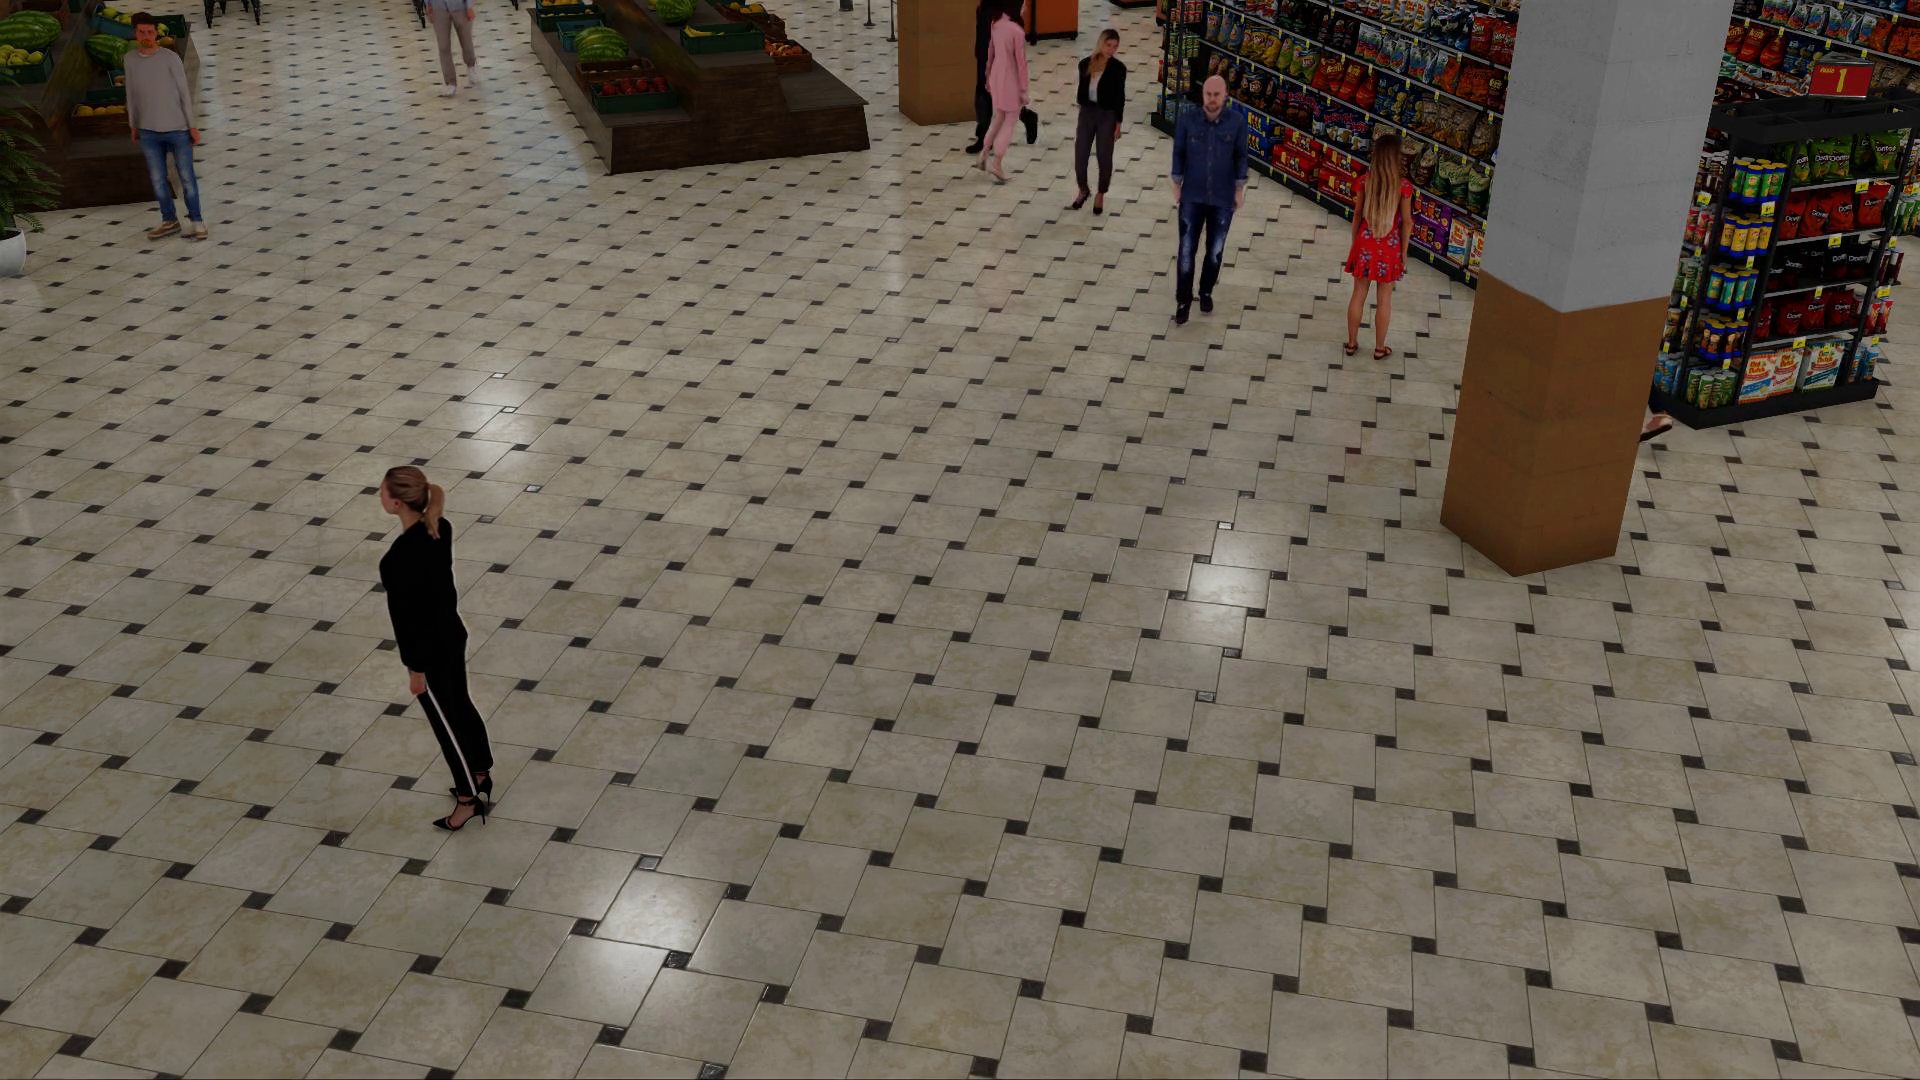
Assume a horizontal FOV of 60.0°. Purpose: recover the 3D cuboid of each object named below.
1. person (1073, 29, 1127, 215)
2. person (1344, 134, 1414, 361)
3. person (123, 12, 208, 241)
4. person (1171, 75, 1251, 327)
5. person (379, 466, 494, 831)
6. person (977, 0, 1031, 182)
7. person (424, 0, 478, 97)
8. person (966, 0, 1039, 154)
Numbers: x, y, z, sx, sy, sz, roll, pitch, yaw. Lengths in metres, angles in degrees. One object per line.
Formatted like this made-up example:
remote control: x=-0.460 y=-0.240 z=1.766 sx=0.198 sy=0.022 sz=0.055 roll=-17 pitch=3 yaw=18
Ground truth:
person: x=1.212 y=-3.649 z=14.569 sx=0.755 sy=1.637 sz=0.808 roll=18 pitch=33 yaw=29
person: x=2.930 y=-2.056 z=11.698 sx=0.659 sy=1.592 sz=0.722 roll=13 pitch=31 yaw=23
person: x=-6.703 y=-3.472 z=13.970 sx=0.817 sy=1.899 sz=0.697 roll=1 pitch=29 yaw=2
person: x=1.848 y=-2.556 z=12.393 sx=0.931 sy=1.803 sz=1.050 roll=2 pitch=29 yaw=3
person: x=-2.187 y=0.465 z=6.961 sx=0.757 sy=1.706 sz=0.617 roll=2 pitch=29 yaw=3
person: x=0.408 y=-4.192 z=15.429 sx=0.675 sy=1.765 sz=0.844 roll=21 pitch=35 yaw=33
person: x=-5.683 y=-5.950 z=18.580 sx=0.802 sy=1.833 sz=1.051 roll=-4 pitch=29 yaw=-7
person: x=0.435 y=-4.735 z=16.386 sx=0.959 sy=1.801 sz=1.082 roll=-20 pitch=35 yaw=-32
